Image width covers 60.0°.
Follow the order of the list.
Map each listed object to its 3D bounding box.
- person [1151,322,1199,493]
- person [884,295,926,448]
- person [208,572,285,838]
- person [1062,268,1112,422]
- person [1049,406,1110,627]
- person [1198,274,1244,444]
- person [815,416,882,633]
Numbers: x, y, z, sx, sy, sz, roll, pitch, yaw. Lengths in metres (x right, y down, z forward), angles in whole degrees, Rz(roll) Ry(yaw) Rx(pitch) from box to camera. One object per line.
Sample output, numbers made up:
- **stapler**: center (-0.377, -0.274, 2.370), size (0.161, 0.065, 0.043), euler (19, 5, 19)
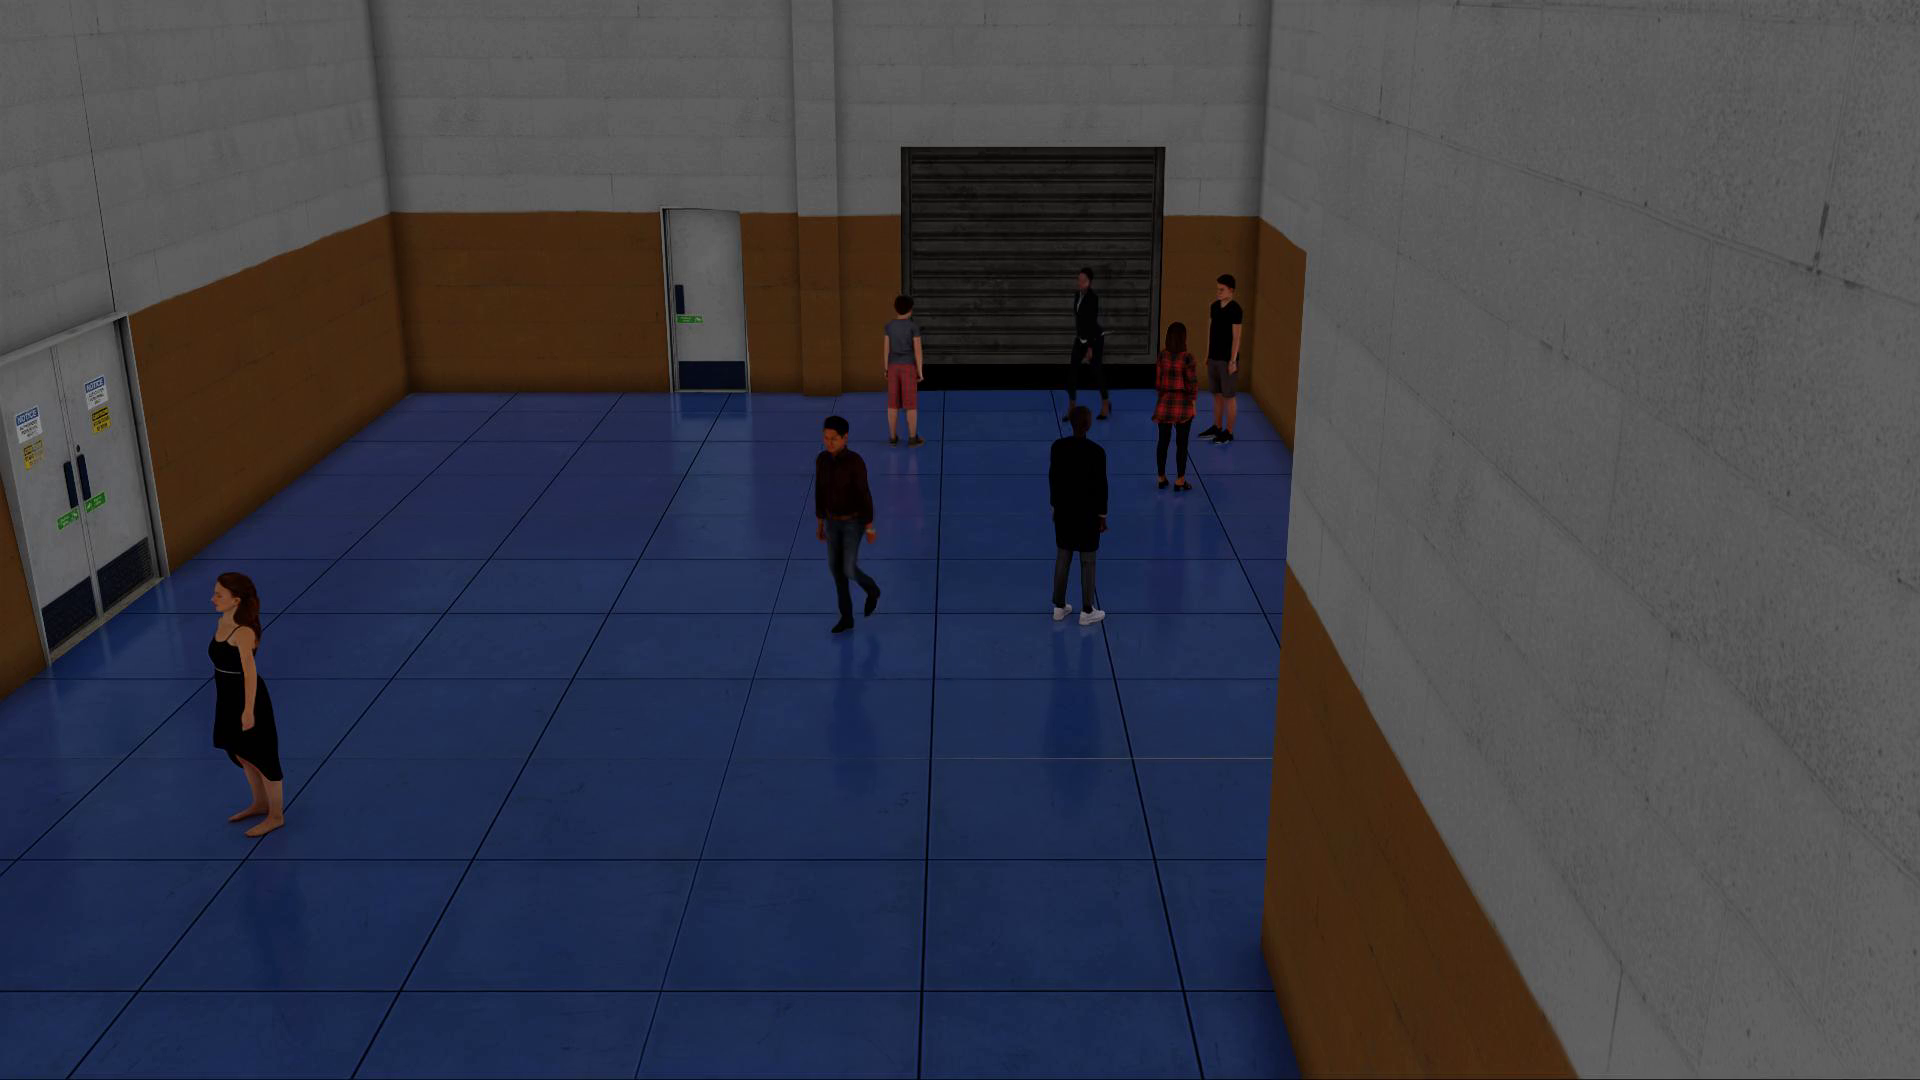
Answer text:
- **person**: center (2.143, -1.333, 16.572), size (0.671, 1.704, 0.761), euler (13, 22, 33)
- **person**: center (-0.633, -1.847, 18.164), size (0.558, 1.649, 0.711), euler (5, 19, 14)
- **person**: center (-4.246, 0.960, 9.895), size (0.730, 1.625, 0.675), euler (-16, 24, -39)
- **person**: center (1.536, -2.228, 19.082), size (1.027, 1.797, 0.911), euler (-10, 21, -26)
- **person**: center (0.919, -0.204, 13.136), size (0.673, 1.761, 0.792), euler (11, 21, 29)
- **person**: center (2.927, -2.018, 18.359), size (0.757, 1.861, 0.754), euler (-10, 21, -27)
- **person**: center (-0.850, -0.146, 12.981), size (0.890, 1.750, 0.929), euler (12, 22, 31)
